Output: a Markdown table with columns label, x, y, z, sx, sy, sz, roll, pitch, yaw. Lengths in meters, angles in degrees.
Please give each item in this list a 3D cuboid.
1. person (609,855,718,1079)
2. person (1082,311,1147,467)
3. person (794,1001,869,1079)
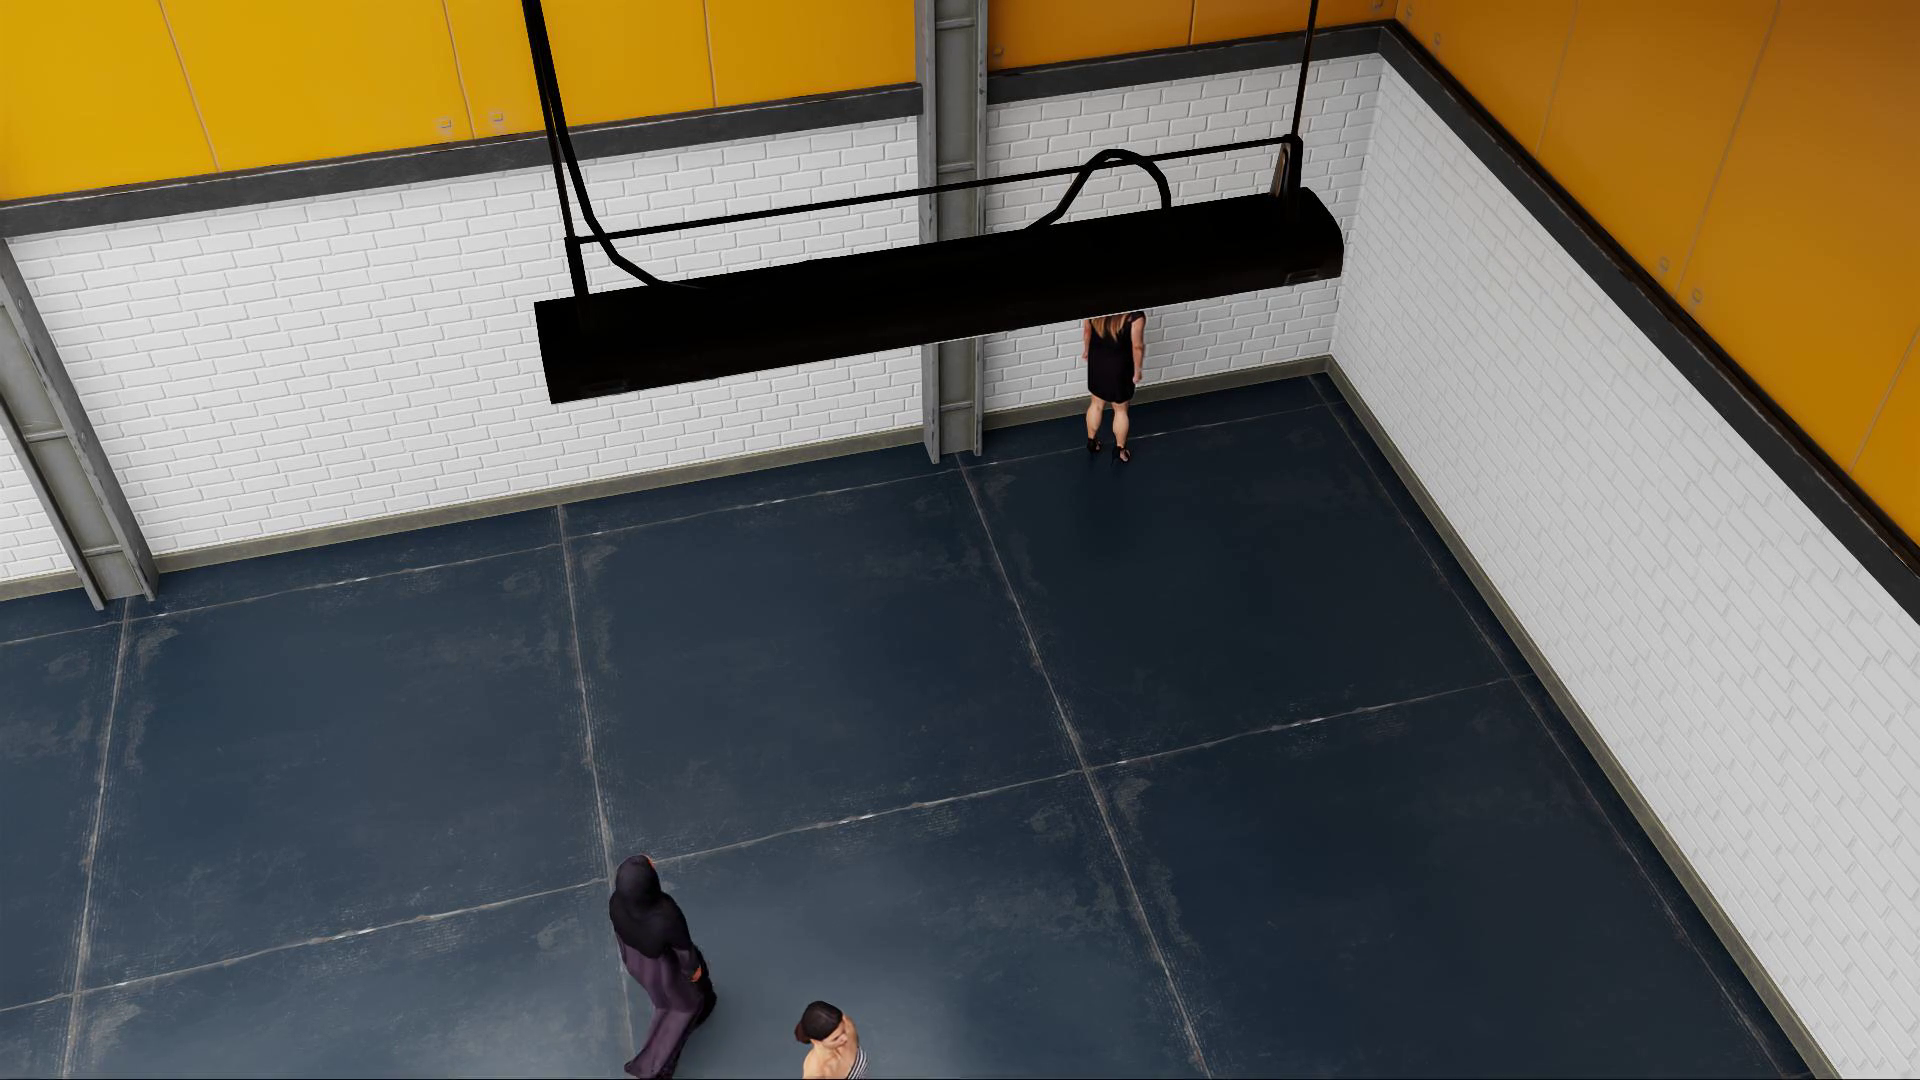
| label | x | y | z | sx | sy | sz | roll | pitch | yaw |
| --- | --- | --- | --- | --- | --- | --- | --- | --- | --- |
| person | -1.581 | 2.206 | 8.586 | 0.948 | 1.600 | 1.024 | 22 | 48 | 22 |
| person | 1.111 | -1.271 | 12.150 | 0.750 | 1.717 | 0.807 | 23 | 48 | 22 |
| person | -0.605 | 2.724 | 7.882 | 0.705 | 1.822 | 0.681 | 13 | 45 | 14 |
